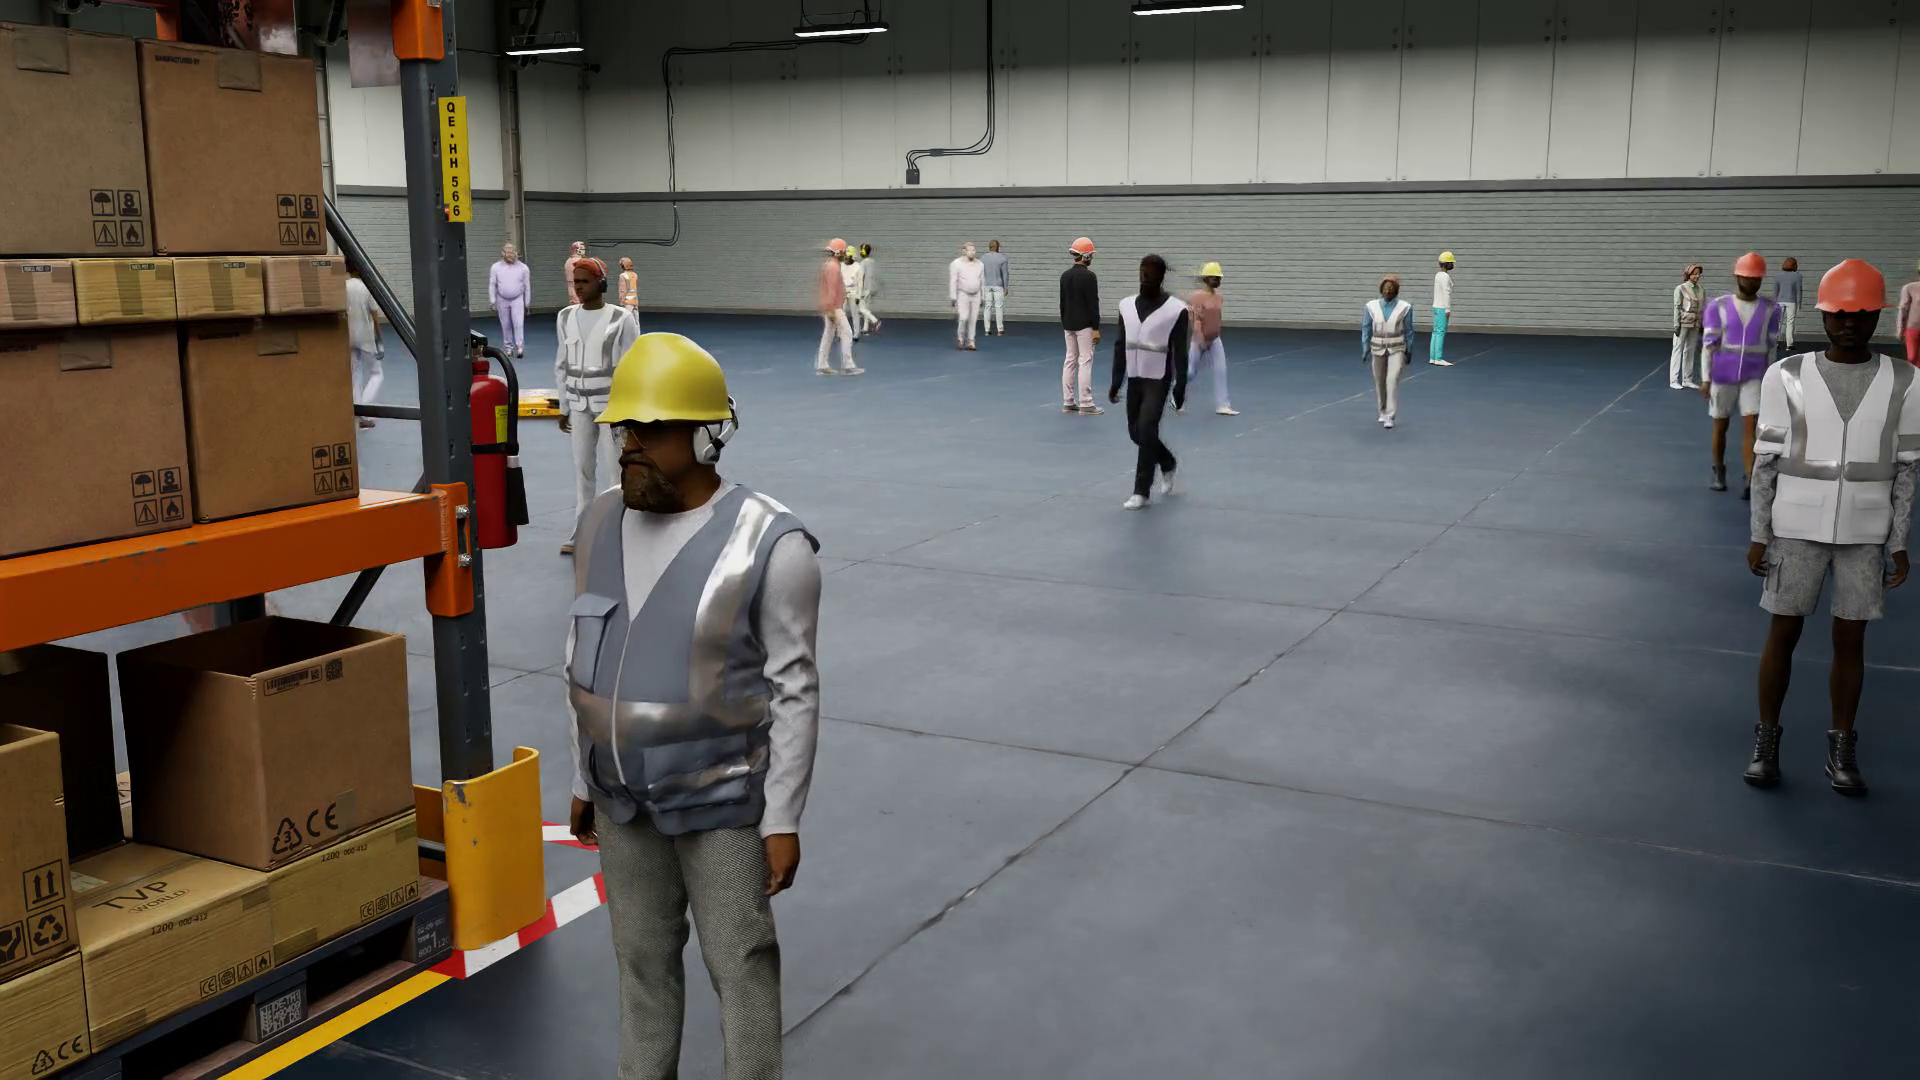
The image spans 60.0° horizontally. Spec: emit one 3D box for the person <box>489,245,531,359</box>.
[{"bbox_3d":[-7.462,-3.957,27.606,0.647,1.882,0.771,-1,10,-8],"label":"person"}]

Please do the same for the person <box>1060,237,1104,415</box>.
[{"bbox_3d":[1.372,-2.411,18.818,0.375,1.995,0.611,-8,13,-36],"label":"person"}]

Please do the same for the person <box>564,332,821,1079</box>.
[{"bbox_3d":[-0.571,0.499,3.385,0.588,1.835,0.403,5,12,27],"label":"person"}]

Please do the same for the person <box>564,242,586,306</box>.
[{"bbox_3d":[-6.713,-4.310,29.413,0.409,1.907,0.651,-8,13,-37],"label":"person"}]

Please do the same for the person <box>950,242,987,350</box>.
[{"bbox_3d":[0.170,-4.283,29.282,0.670,1.894,0.432,-5,12,-25],"label":"person"}]

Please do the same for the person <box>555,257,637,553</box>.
[{"bbox_3d":[-2.298,-0.837,10.541,0.574,1.882,0.358,4,11,20],"label":"person"}]

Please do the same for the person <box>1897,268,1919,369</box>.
[{"bbox_3d":[11.789,-2.568,20.317,0.546,1.747,0.594,1,10,6],"label":"person"}]

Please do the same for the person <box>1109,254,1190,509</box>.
[{"bbox_3d":[1.463,-1.208,12.546,0.594,1.893,0.828,9,14,42],"label":"person"}]

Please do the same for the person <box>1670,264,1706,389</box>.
[{"bbox_3d":[9.623,-2.814,21.984,0.514,1.641,0.309,-5,11,-25],"label":"person"}]

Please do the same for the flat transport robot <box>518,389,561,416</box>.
[{"bbox_3d":[-4.827,-1.587,19.025,0.652,0.197,1.431,-2,11,-10],"label":"flat transport robot"}]

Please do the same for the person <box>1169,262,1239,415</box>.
[{"bbox_3d":[2.771,-2.296,18.920,0.524,1.726,0.888,-8,13,-36],"label":"person"}]

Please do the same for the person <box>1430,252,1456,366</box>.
[{"bbox_3d":[7.539,-3.600,25.924,0.310,1.768,0.533,0,10,-1],"label":"person"}]

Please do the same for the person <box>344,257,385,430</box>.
[{"bbox_3d":[-6.237,-2.067,17.315,0.552,1.856,0.403,1,10,5],"label":"person"}]

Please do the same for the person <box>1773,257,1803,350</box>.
[{"bbox_3d":[14.612,-4.168,29.381,0.286,1.633,0.499,-9,14,-41],"label":"person"}]

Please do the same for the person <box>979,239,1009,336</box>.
[{"bbox_3d":[0.680,-5.091,33.596,0.627,1.936,0.374,4,11,19],"label":"person"}]

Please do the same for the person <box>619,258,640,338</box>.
[{"bbox_3d":[-5.750,-4.078,28.888,0.314,1.636,0.516,4,11,20],"label":"person"}]

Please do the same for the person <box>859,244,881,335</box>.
[{"bbox_3d":[-1.859,-5.073,33.719,0.540,1.855,0.524,5,12,26],"label":"person"}]

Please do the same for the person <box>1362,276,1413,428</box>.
[{"bbox_3d":[4.582,-2.025,17.794,0.519,1.599,0.819,4,11,23],"label":"person"}]

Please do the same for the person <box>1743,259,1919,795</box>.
[{"bbox_3d":[3.158,-0.038,6.032,0.549,1.937,0.358,4,11,20],"label":"person"}]

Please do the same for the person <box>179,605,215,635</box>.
[{"bbox_3d":[-3.314,-0.227,7.189,0.572,1.887,0.681,-8,13,-36],"label":"person"}]

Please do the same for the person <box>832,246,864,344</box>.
[{"bbox_3d":[-2.111,-4.554,30.985,0.610,1.806,0.730,7,12,33],"label":"person"}]

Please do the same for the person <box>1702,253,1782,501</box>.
[{"bbox_3d":[6.021,-1.261,12.850,0.554,1.881,1.007,4,11,19],"label":"person"}]

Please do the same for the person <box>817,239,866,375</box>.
[{"bbox_3d":[-1.687,-3.342,23.957,0.837,1.961,0.643,-1,10,-6],"label":"person"}]
